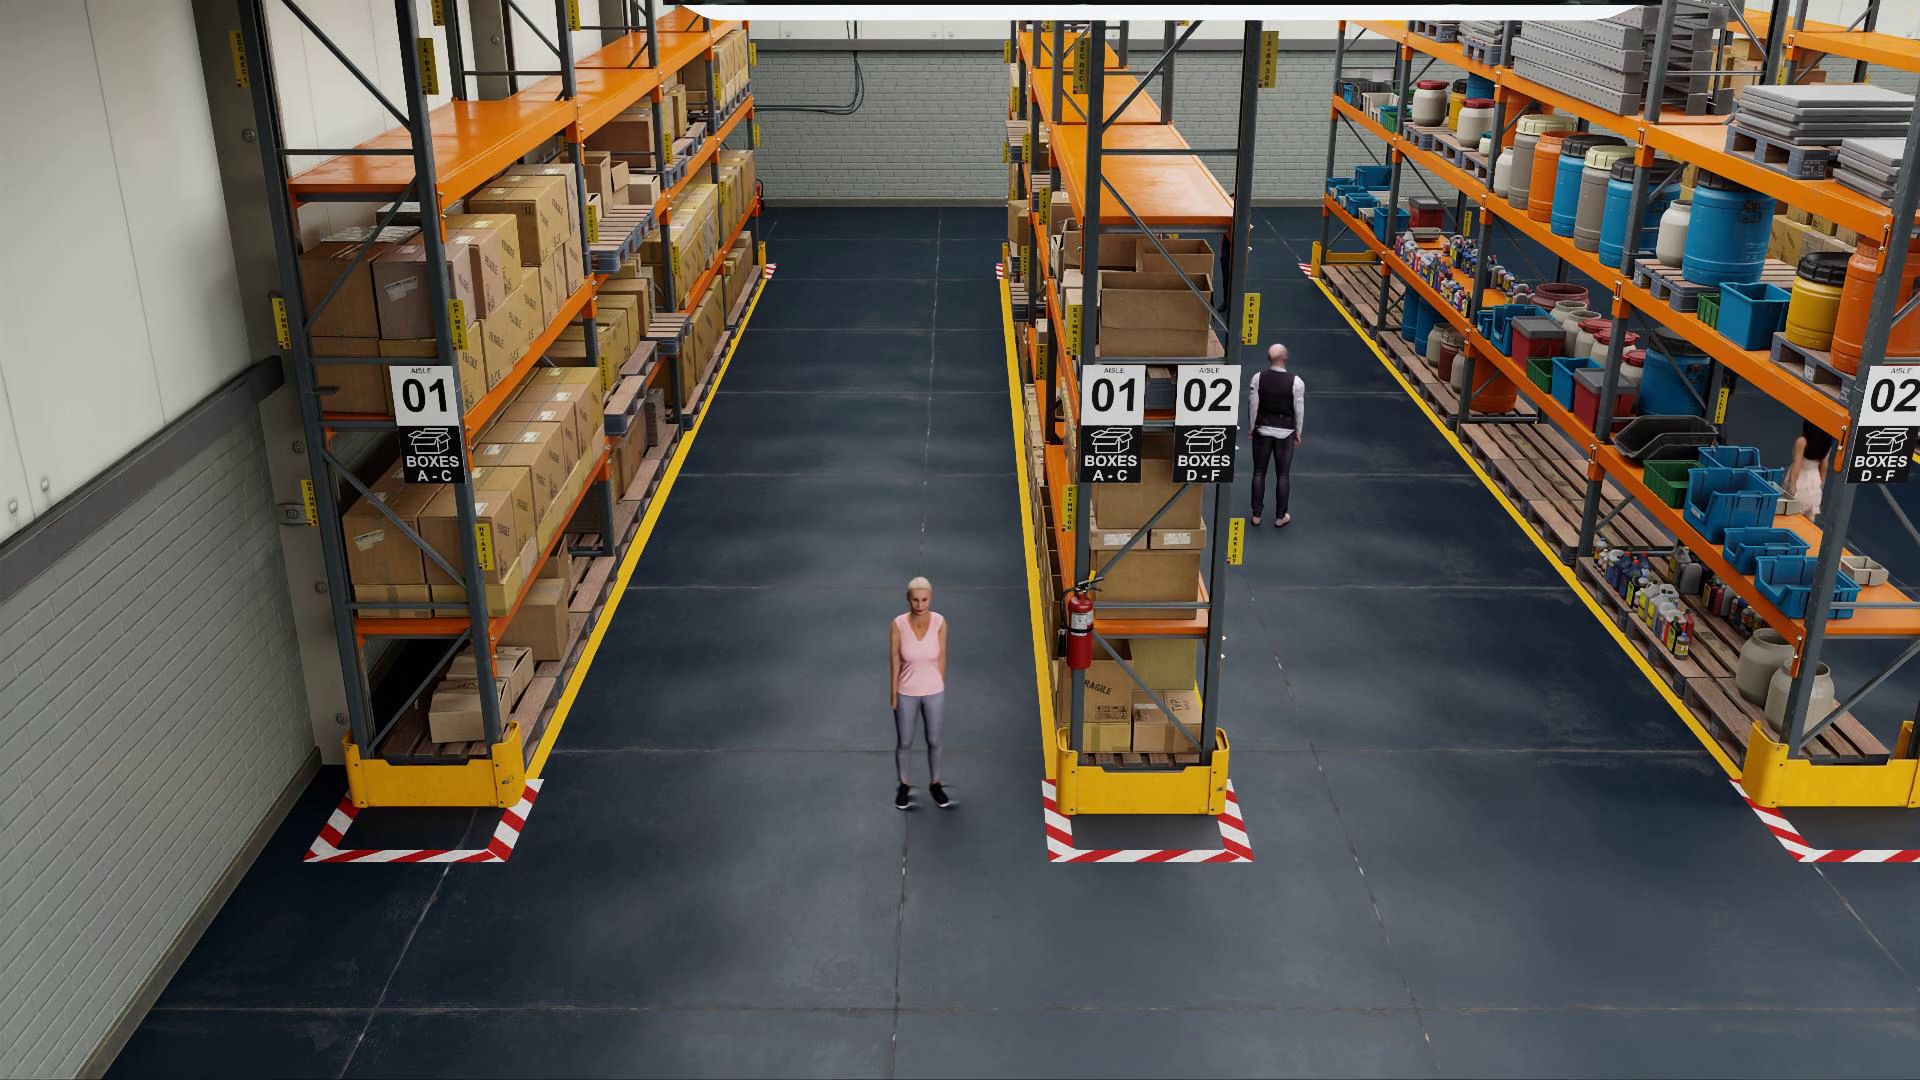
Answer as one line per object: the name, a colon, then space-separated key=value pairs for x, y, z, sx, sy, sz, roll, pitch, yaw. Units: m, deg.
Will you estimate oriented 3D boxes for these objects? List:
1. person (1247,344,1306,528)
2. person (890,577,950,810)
person: x=3.069 y=-1.026 z=16.296 sx=0.752 sy=1.822 sz=0.683 roll=6 pitch=23 yaw=15
person: x=-0.277 y=1.034 z=11.391 sx=0.558 sy=1.721 sz=0.522 roll=-2 pitch=22 yaw=-4
